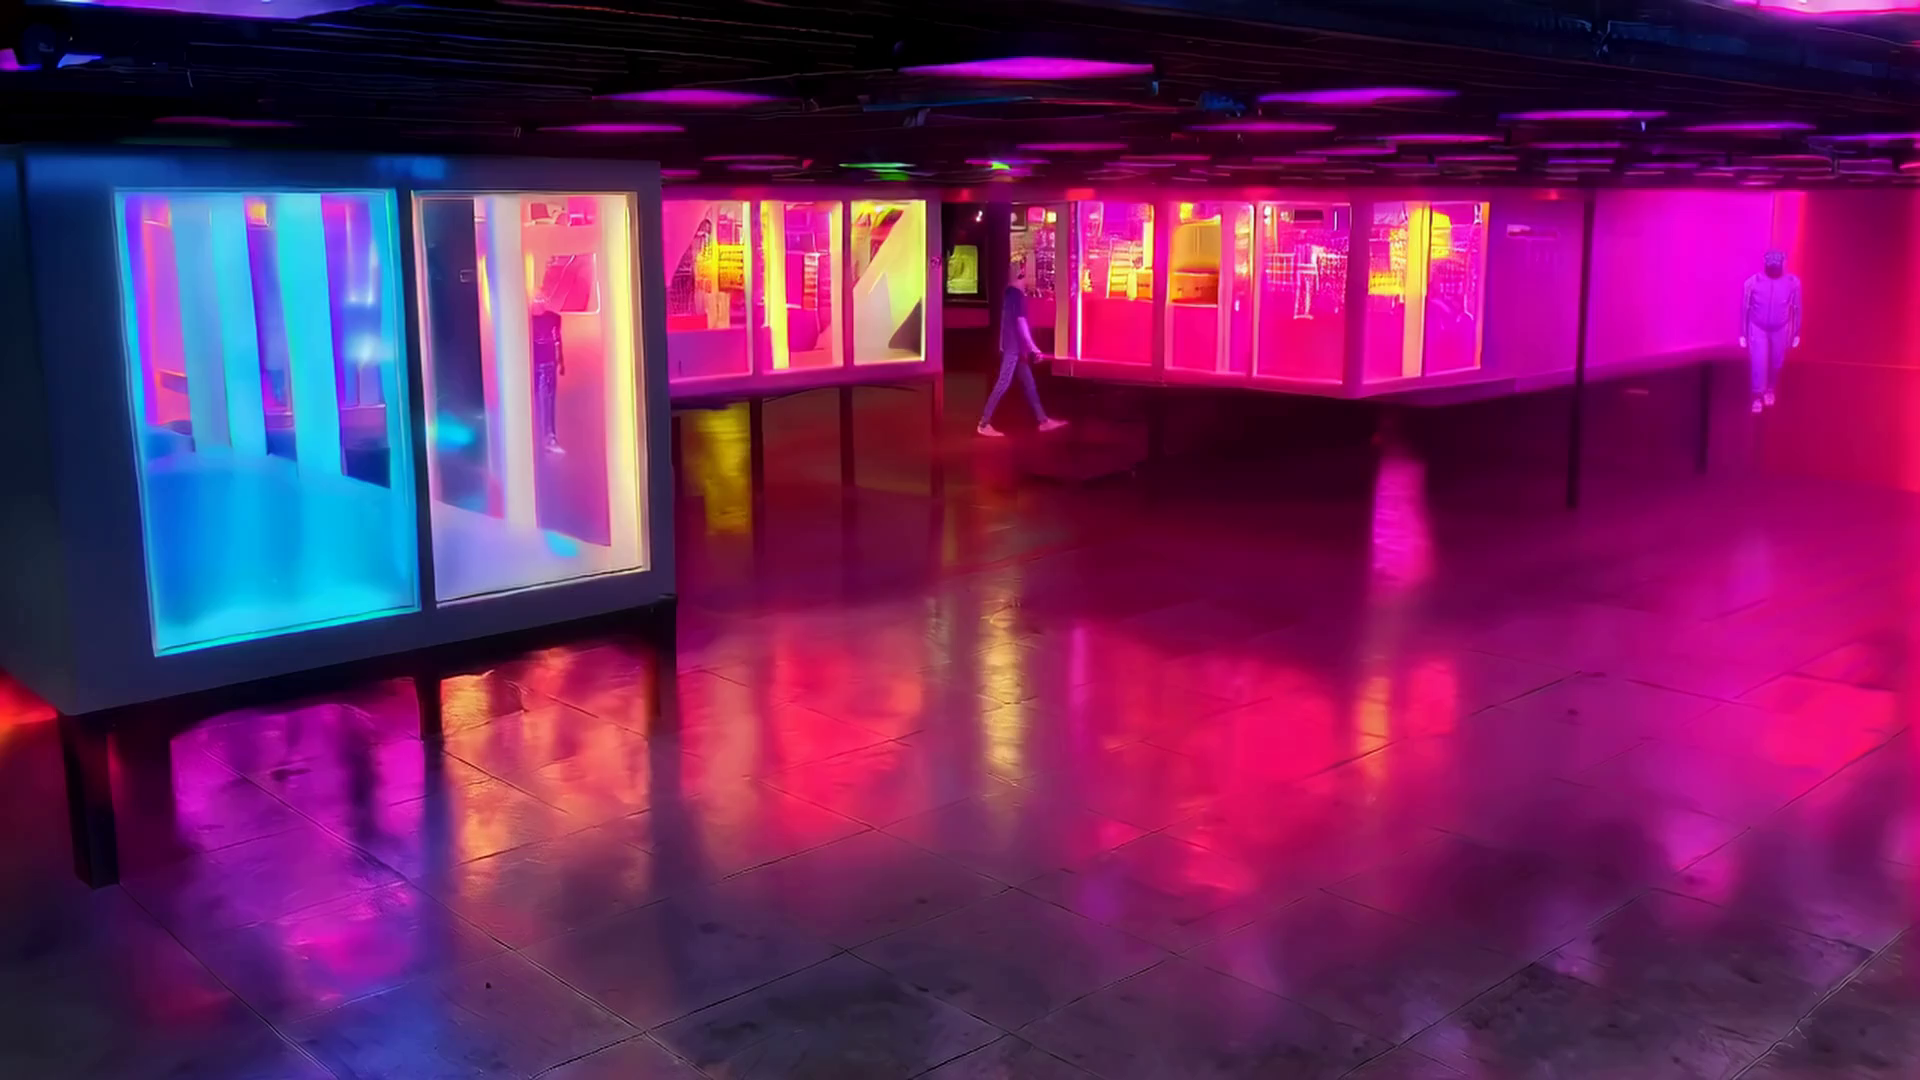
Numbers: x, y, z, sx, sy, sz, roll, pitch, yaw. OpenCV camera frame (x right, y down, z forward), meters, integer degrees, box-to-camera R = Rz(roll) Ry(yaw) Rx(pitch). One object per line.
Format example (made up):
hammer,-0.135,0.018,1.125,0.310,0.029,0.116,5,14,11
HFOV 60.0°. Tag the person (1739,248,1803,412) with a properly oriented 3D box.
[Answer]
person,9.364,-2.438,19.245,0.652,1.878,0.812,5,12,22

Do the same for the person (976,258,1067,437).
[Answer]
person,0.611,-1.953,16.988,0.989,1.817,0.515,-1,11,-7
